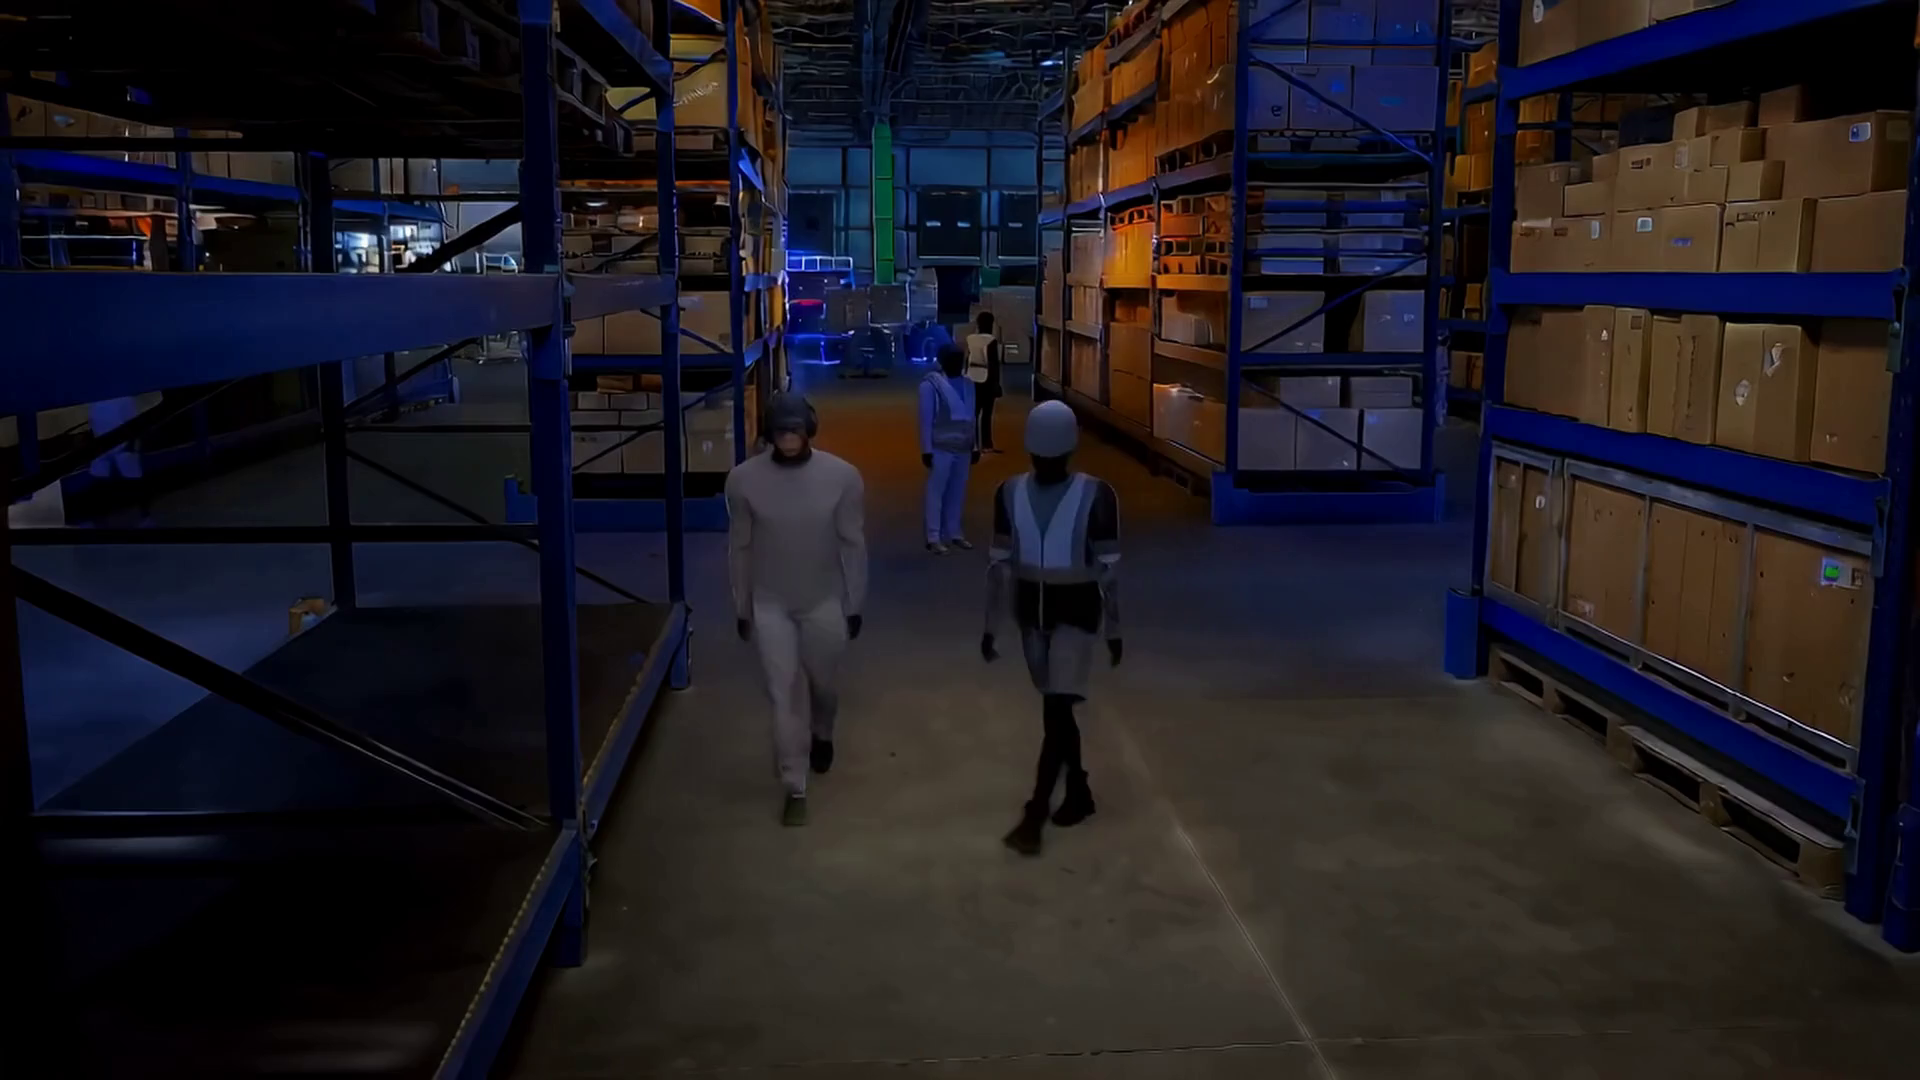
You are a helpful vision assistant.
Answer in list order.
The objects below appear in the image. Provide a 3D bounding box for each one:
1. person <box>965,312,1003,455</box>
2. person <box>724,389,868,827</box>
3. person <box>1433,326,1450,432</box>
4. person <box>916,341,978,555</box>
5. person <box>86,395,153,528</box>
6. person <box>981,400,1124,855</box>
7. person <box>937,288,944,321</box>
[{"bbox_3d":[0.303,-2.101,22.338,0.370,1.915,0.596,-8,12,-42],"label":"person"},{"bbox_3d":[-0.729,0.268,7.470,0.629,1.918,0.701,0,9,-2],"label":"person"},{"bbox_3d":[7.344,-2.465,25.500,0.312,1.638,0.512,2,9,14],"label":"person"},{"bbox_3d":[-0.082,-0.798,14.392,0.633,1.842,0.429,-8,12,-42],"label":"person"},{"bbox_3d":[-7.690,-0.818,15.106,0.539,1.658,0.784,2,9,11],"label":"person"},{"bbox_3d":[0.354,0.355,6.999,0.590,1.878,0.906,5,10,28],"label":"person"},{"bbox_3d":[-0.852,-9.349,67.947,0.558,1.874,0.986,-7,12,-39],"label":"person"}]
